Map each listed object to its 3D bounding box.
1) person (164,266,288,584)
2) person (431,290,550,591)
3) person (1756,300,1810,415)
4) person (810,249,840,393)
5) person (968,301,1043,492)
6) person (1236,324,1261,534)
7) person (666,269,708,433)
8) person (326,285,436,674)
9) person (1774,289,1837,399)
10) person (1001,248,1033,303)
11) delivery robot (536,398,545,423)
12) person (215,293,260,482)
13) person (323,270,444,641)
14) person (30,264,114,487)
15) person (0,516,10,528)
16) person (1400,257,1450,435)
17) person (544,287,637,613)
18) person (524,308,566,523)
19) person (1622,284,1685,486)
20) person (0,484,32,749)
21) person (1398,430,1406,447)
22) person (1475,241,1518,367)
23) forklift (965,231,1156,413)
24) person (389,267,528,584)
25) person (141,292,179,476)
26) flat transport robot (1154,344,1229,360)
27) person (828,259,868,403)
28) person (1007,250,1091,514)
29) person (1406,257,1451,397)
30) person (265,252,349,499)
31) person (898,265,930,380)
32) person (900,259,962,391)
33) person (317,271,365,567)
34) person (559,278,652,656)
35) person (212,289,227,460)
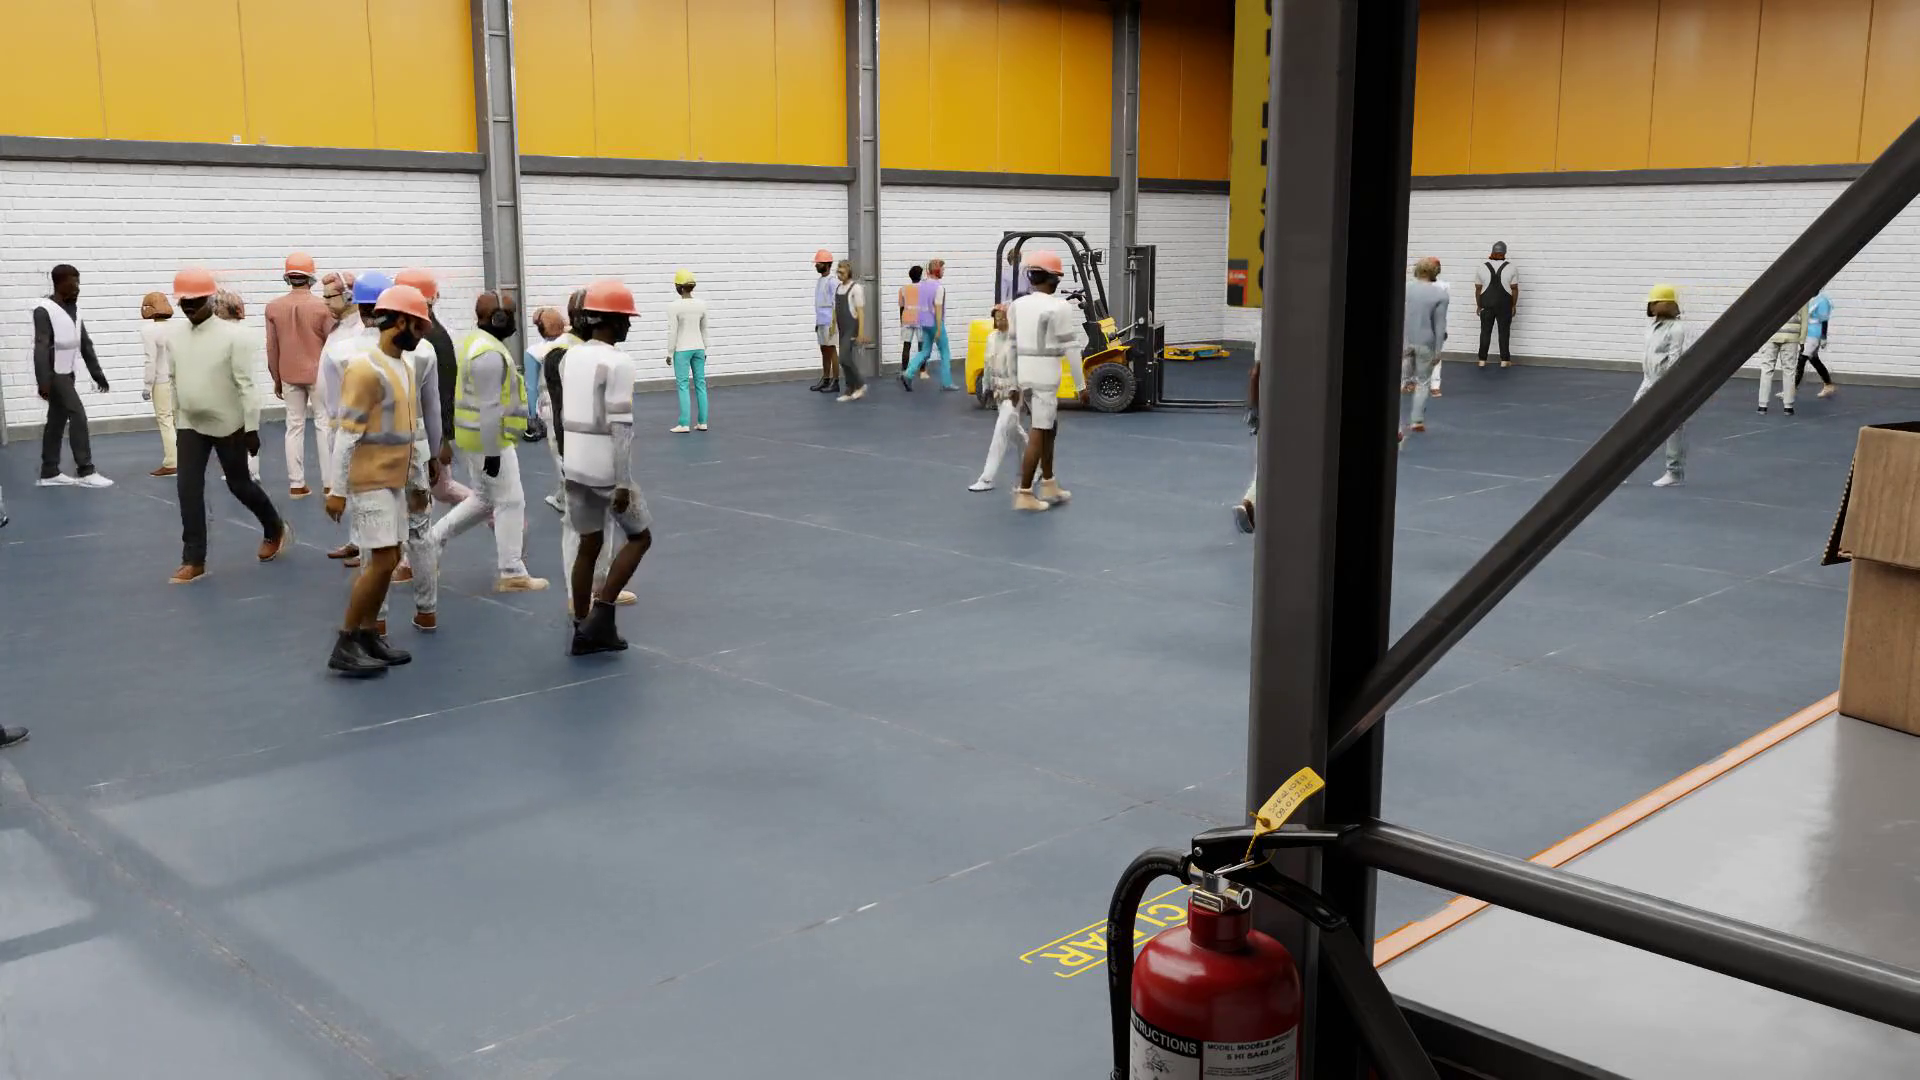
[{"bbox_3d":[-4.655,-0.747,10.485,0.621,1.957,0.934,2,11,10],"label":"person"},{"bbox_3d":[-2.916,-0.579,9.951,0.729,1.819,0.627,-4,11,-20],"label":"person"},{"bbox_3d":[9.756,-2.400,19.796,0.591,1.833,0.404,5,12,25],"label":"person"},{"bbox_3d":[-1.833,-2.976,22.652,0.363,1.939,0.542,-6,12,-30],"label":"person"},{"bbox_3d":[0.449,-1.215,13.974,0.838,1.591,0.524,-7,12,-33],"label":"person"},{"bbox_3d":[2.225,-0.891,11.536,0.483,1.848,0.508,-7,13,-35],"label":"person"},{"bbox_3d":[-2.954,-2.042,18.020,0.526,1.772,0.307,-10,14,-44],"label":"person"},{"bbox_3d":[-2.816,-0.296,8.161,0.525,1.890,0.569,1,10,3],"label":"person"},{"bbox_3d":[11.165,-2.668,21.752,0.881,1.657,0.544,0,10,-1],"label":"person"},{"bbox_3d":[0.839,-3.521,25.623,0.629,1.940,0.373,-6,12,-30],"label":"person"},{"bbox_3d":[-4.661,-1.355,17.330,0.707,0.478,0.477,0,10,-2],"label":"delivery robot"},{"bbox_3d":[-6.249,-1.308,14.366,0.307,1.643,0.514,-7,13,-35],"label":"person"},{"bbox_3d":[-3.026,-0.437,8.776,0.605,1.949,0.384,-8,13,-37],"label":"person"},{"bbox_3d":[-7.526,-1.386,14.114,0.790,1.878,0.625,-1,10,-6],"label":"person"},{"bbox_3d":[-7.111,-0.905,11.506,0.954,1.876,0.612,0,10,-3],"label":"person"},{"bbox_3d":[4.821,-2.048,17.681,0.639,1.914,0.697,7,12,33],"label":"person"},{"bbox_3d":[-2.072,-0.501,9.428,0.429,1.841,0.644,3,11,16],"label":"person"},{"bbox_3d":[-3.031,-0.932,12.461,0.836,1.586,0.525,10,14,44],"label":"person"},{"bbox_3d":[5.827,-1.292,14.063,0.810,1.709,0.506,-3,11,-15],"label":"person"},{"bbox_3d":[-4.158,-0.003,6.775,0.611,1.814,0.490,10,14,43],"label":"person"},{"bbox_3d":[4.007,-1.698,15.973,0.925,1.841,0.505,-6,12,-28],"label":"person"},{"bbox_3d":[8.756,-3.851,27.141,0.683,2.000,0.538,5,11,25],"label":"person"},{"bbox_3d":[1.222,-2.721,20.561,2.313,2.155,1.214,2,11,13],"label":"forklift"},{"bbox_3d":[-3.179,-0.710,10.302,0.860,1.955,0.621,-4,11,-21],"label":"person"},{"bbox_3d":[-7.067,-1.381,14.785,0.278,1.634,0.498,3,11,13],"label":"person"},{"bbox_3d":[3.995,-3.253,28.711,0.652,0.197,1.431,9,14,40],"label":"flat transport robot"},{"bbox_3d":[-1.459,-2.655,21.193,0.403,1.825,0.524,-7,12,-33],"label":"person"},{"bbox_3d":[0.714,-1.220,12.871,0.832,2.007,0.631,-7,13,-35],"label":"person"},{"bbox_3d":[6.246,-2.863,22.303,0.586,1.856,0.872,-1,10,-4],"label":"person"},{"bbox_3d":[-5.275,-1.321,13.463,0.619,1.997,0.373,0,10,2],"label":"person"},{"bbox_3d":[-0.663,-3.215,24.641,0.532,1.690,0.321,3,11,18],"label":"person"},{"bbox_3d":[-0.405,-2.928,22.738,0.827,1.816,0.571,-7,12,-33],"label":"person"},{"bbox_3d":[-3.944,-0.781,10.790,0.406,1.903,0.636,-7,13,-34],"label":"person"},{"bbox_3d":[-1.800,-0.355,8.425,0.556,1.918,0.471,8,13,38],"label":"person"},{"bbox_3d":[-6.974,-1.571,15.849,0.291,1.623,0.495,-2,11,-12],"label":"person"}]
